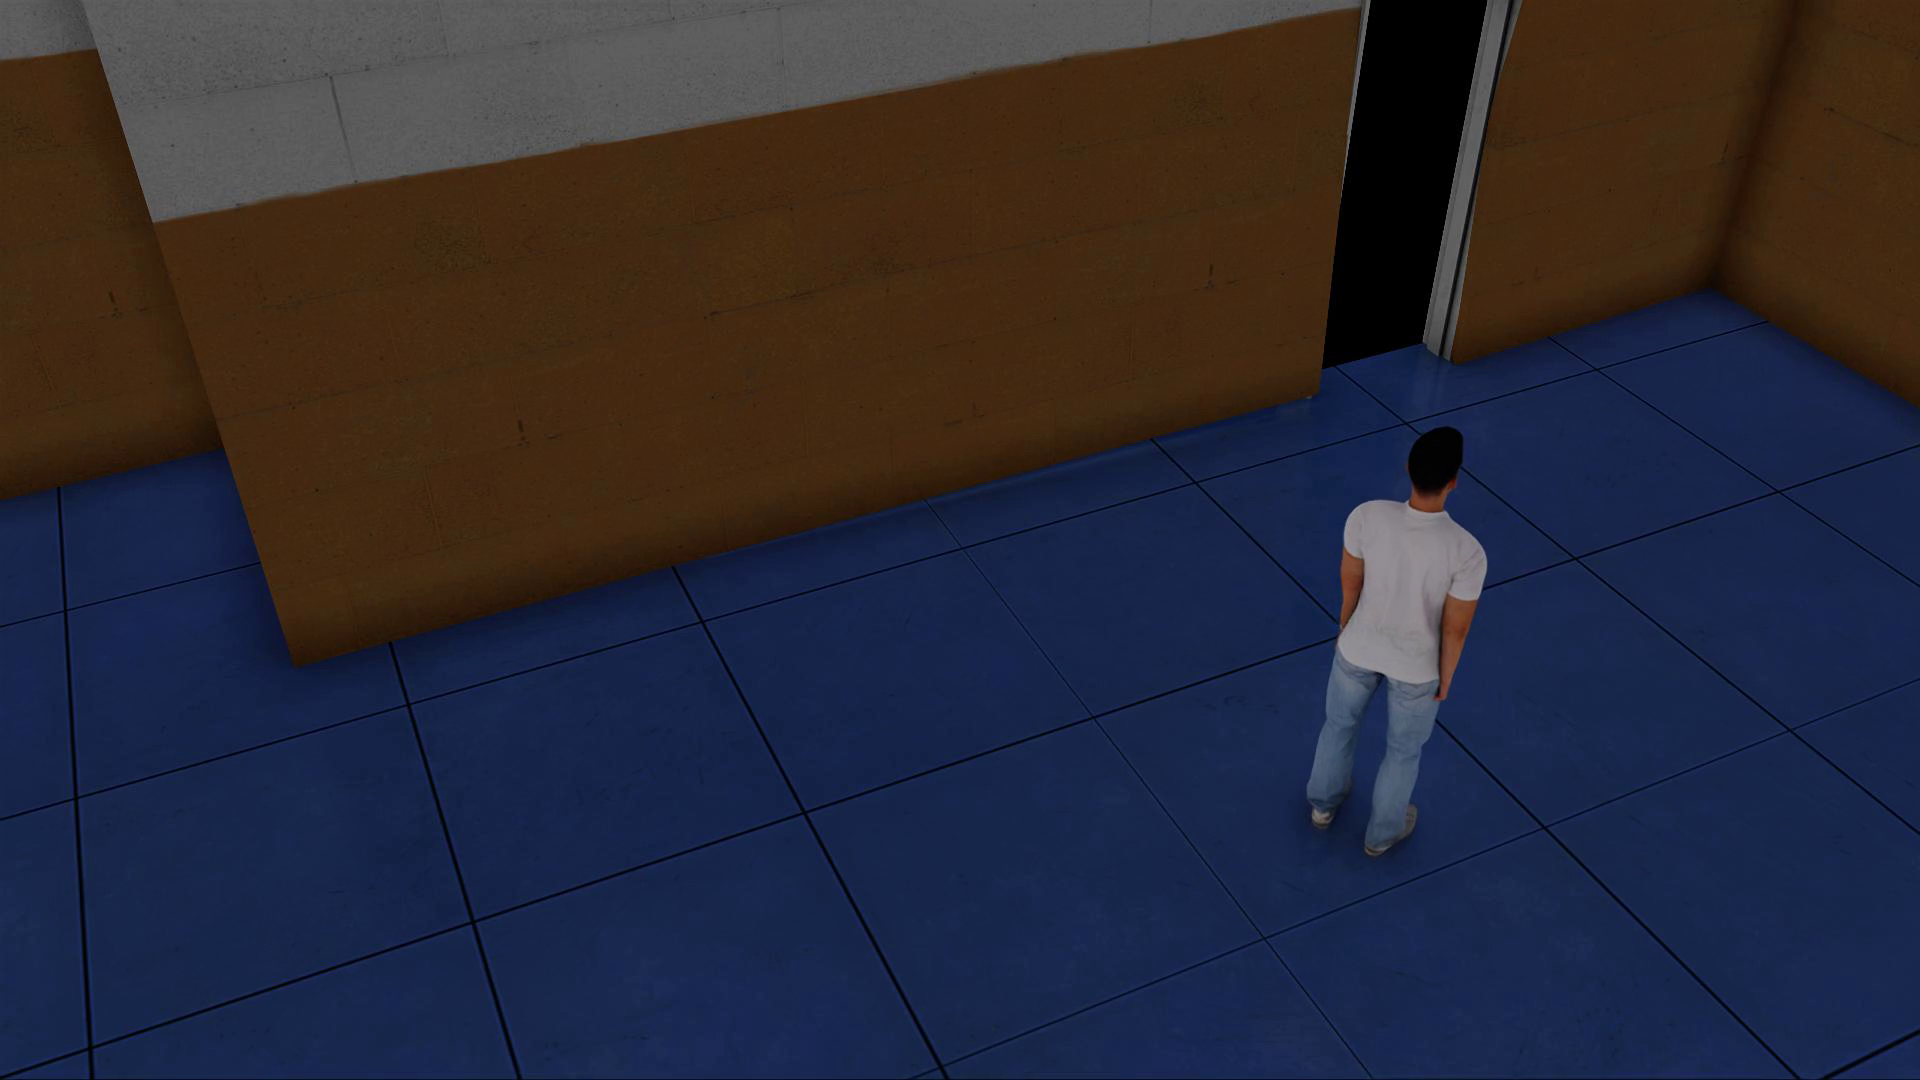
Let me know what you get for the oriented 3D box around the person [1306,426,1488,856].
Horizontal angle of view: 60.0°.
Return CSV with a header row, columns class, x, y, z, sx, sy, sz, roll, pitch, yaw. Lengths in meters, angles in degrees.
class,x,y,z,sx,sy,sz,roll,pitch,yaw
person,1.588,0.399,6.117,0.702,1.860,0.818,22,42,26
